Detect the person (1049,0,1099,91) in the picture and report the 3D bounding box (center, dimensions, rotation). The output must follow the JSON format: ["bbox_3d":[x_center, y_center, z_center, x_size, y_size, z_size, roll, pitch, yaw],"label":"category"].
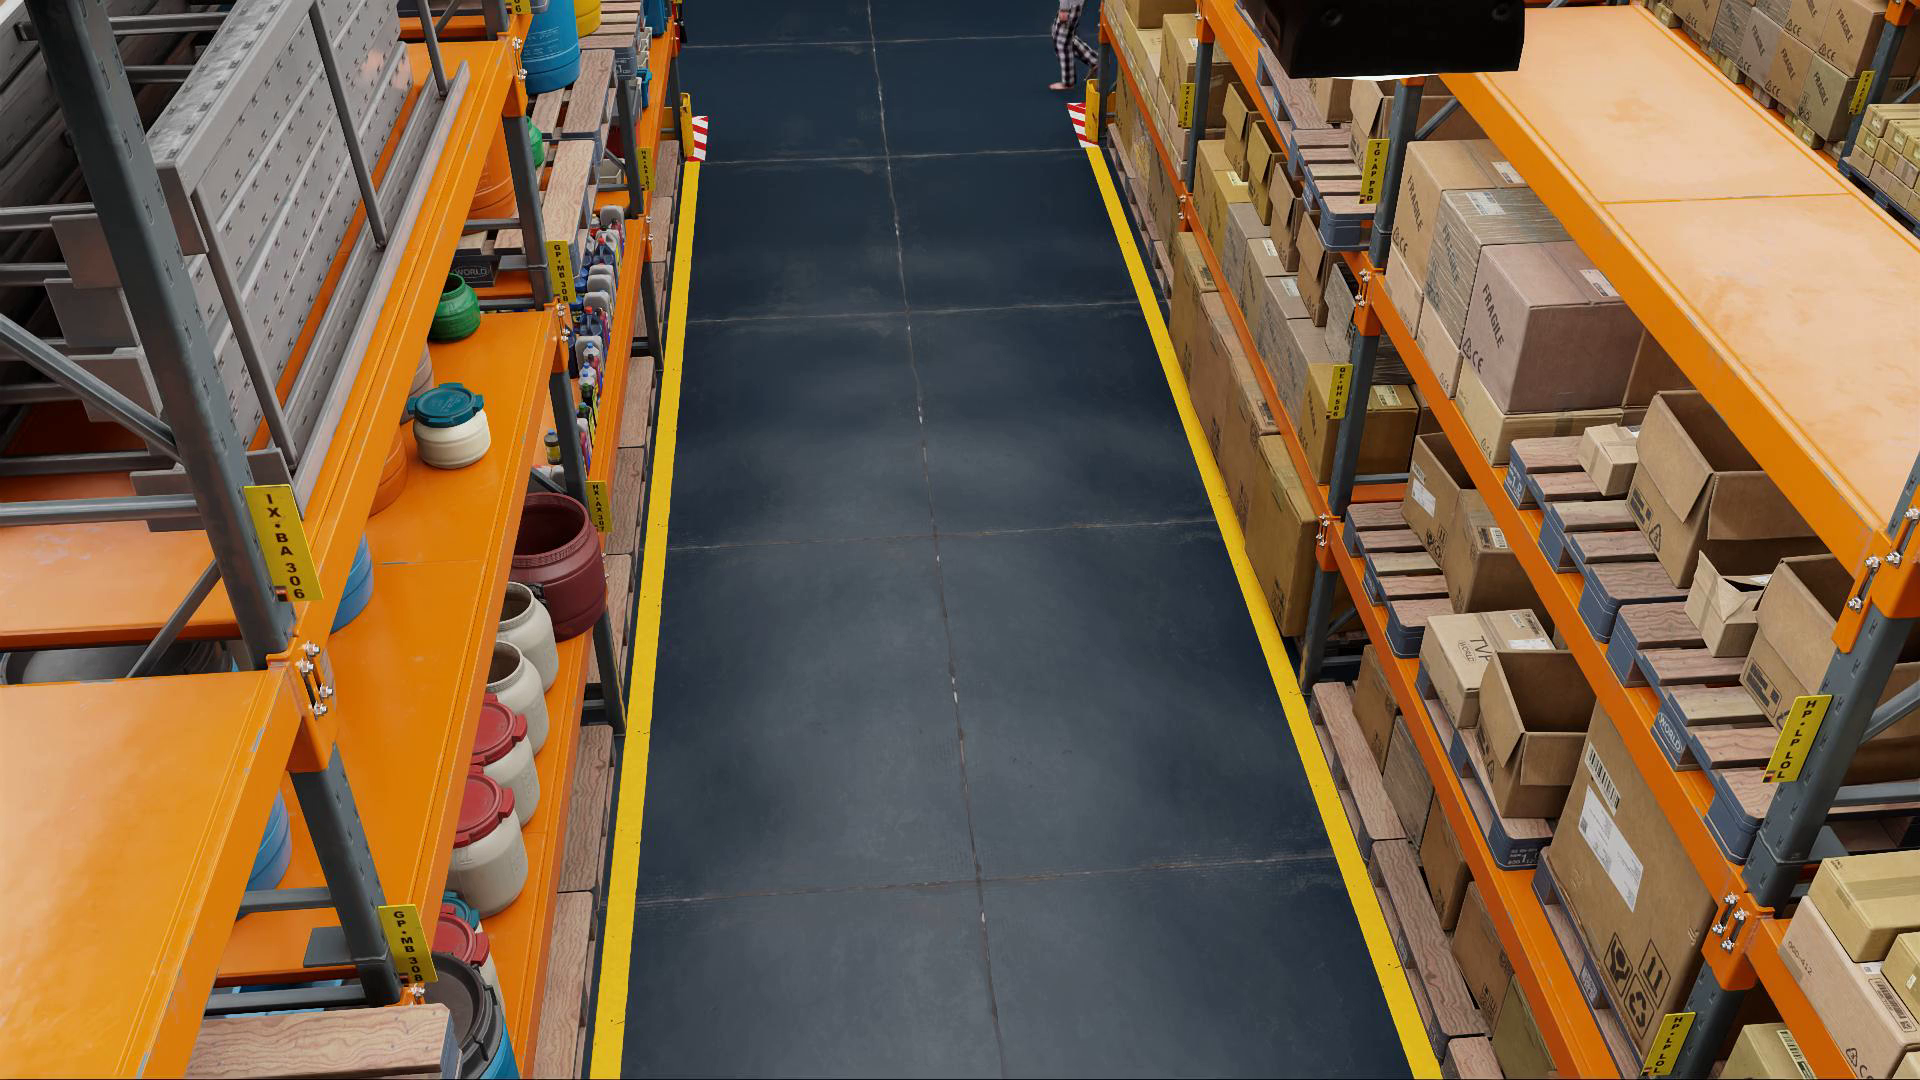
[{"bbox_3d":[1.197,-5.347,16.536,0.833,1.831,0.800,7,38,9],"label":"person"}]
